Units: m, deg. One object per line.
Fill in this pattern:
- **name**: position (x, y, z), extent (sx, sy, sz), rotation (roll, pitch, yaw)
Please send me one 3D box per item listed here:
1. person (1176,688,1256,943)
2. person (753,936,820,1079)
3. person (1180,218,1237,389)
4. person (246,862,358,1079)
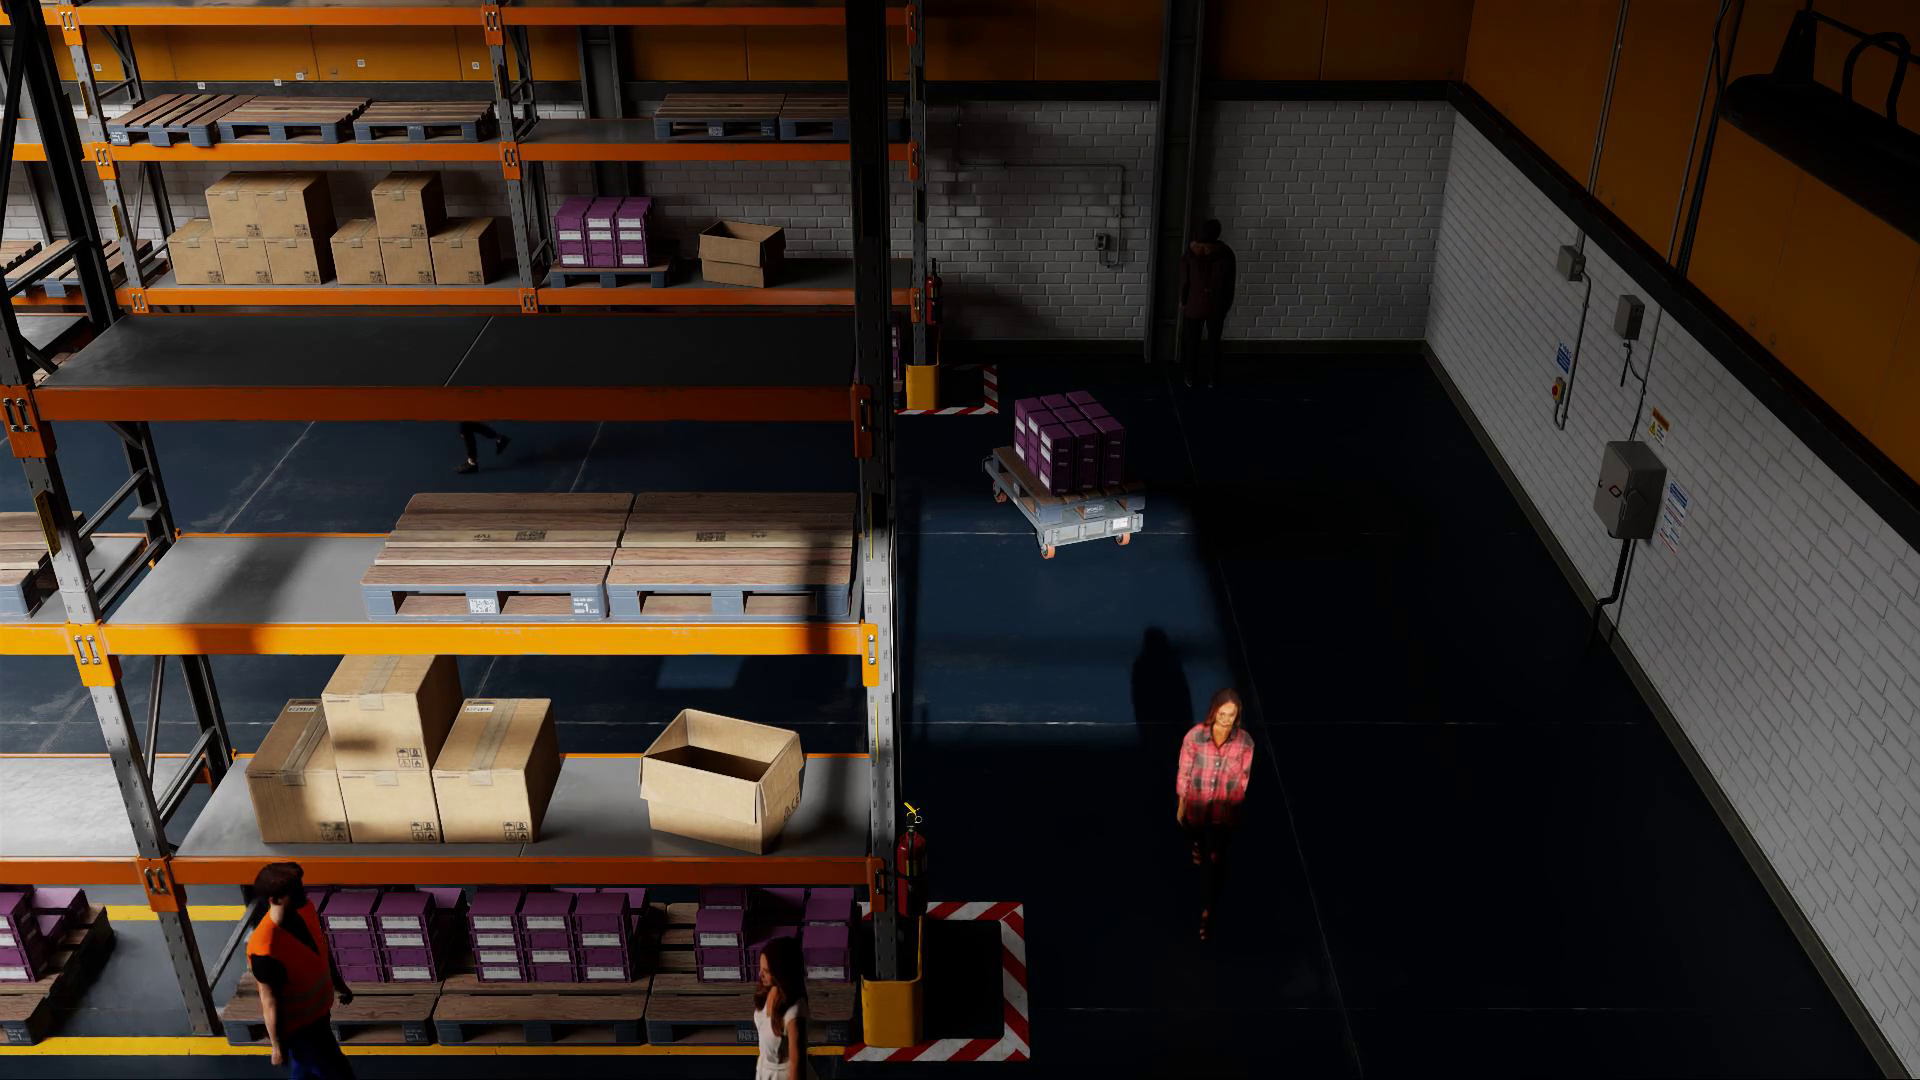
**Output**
- **person**: position (1.550, 1.598, 10.347), extent (1.109, 1.661, 0.819), rotation (6, 29, 11)
- **person**: position (-0.771, 2.673, 8.271), extent (1.109, 1.762, 0.905), rotation (-14, 32, -24)
- **person**: position (2.624, -2.517, 17.695), extent (0.668, 1.848, 0.855), rotation (5, 29, 9)
- **person**: position (-3.482, 2.438, 8.583), extent (0.679, 1.875, 0.661), rotation (0, 29, 0)
